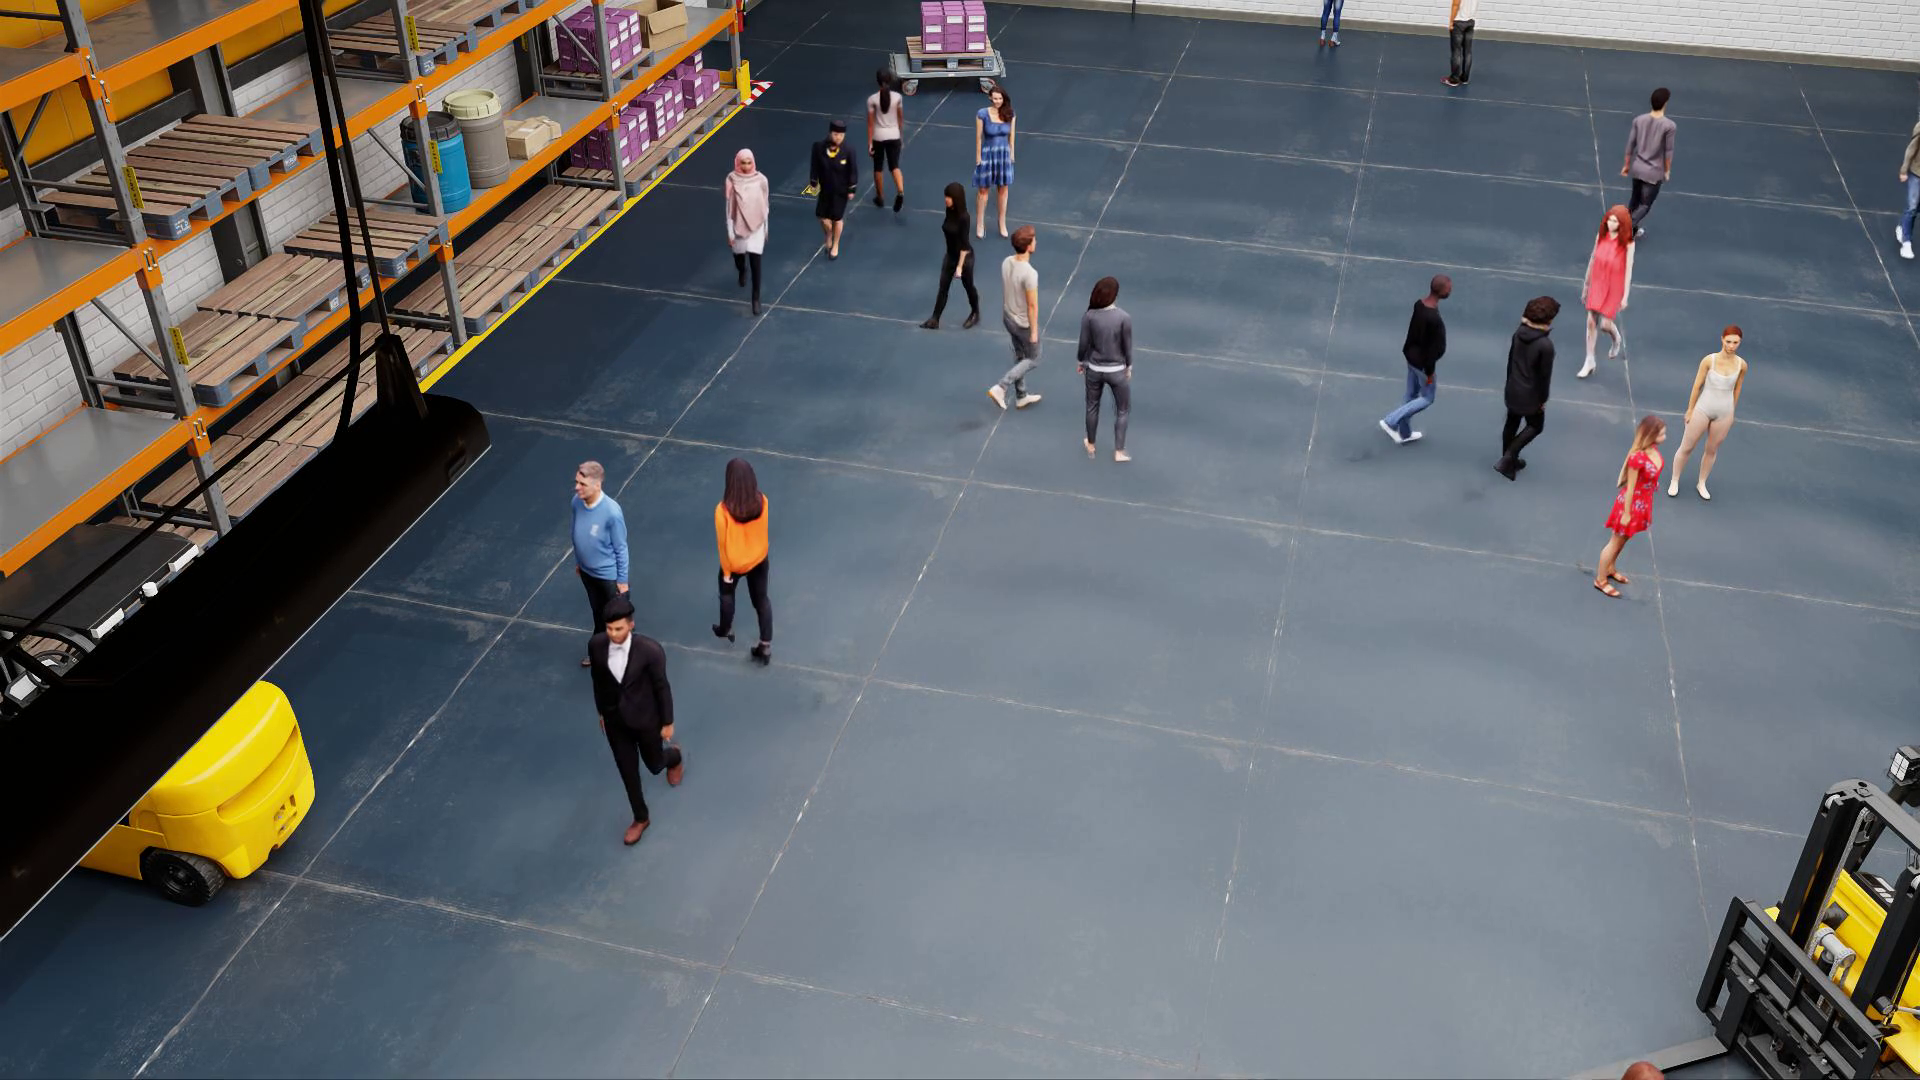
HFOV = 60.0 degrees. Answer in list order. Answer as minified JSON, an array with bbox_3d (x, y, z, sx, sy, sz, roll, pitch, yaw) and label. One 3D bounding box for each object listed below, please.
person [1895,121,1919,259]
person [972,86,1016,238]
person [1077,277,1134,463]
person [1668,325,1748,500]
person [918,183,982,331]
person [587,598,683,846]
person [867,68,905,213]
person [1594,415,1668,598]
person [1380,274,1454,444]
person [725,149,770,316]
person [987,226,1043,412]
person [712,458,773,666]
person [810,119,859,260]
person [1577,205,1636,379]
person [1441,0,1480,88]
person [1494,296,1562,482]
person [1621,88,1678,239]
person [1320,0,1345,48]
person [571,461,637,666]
[{"bbox_3d":[11.062,-4.216,19.069,0.773,1.818,1.178,5,34,8],"label":"person"},{"bbox_3d":[0.403,-4.400,19.354,0.757,1.808,0.754,-8,34,-12],"label":"person"},{"bbox_3d":[1.332,-1.554,15.109,0.746,1.768,0.728,3,34,5],"label":"person"},{"bbox_3d":[6.584,-1.125,14.576,0.570,1.644,0.497,5,34,8],"label":"person"},{"bbox_3d":[0.061,-2.965,17.368,1.072,1.617,0.945,-25,41,-32],"label":"person"},{"bbox_3d":[-2.124,1.109,11.015,0.691,1.864,0.979,8,35,12],"label":"person"},{"bbox_3d":[-0.858,-4.756,19.965,0.933,1.724,1.091,-11,35,-16],"label":"person"},{"bbox_3d":[5.403,-0.300,13.381,0.709,1.593,0.599,24,40,31],"label":"person"},{"bbox_3d":[4.158,-1.609,15.220,0.871,1.736,0.809,-9,35,-13],"label":"person"},{"bbox_3d":[-2.283,-3.323,17.754,0.882,1.785,1.076,-6,34,-9],"label":"person"},{"bbox_3d":[0.510,-2.044,15.743,1.045,1.882,0.979,-19,38,-26],"label":"person"},{"bbox_3d":[-1.560,0.207,12.495,0.929,1.728,0.956,-24,41,-32],"label":"person"},{"bbox_3d":[-1.409,-4.002,18.890,0.742,1.658,0.672,7,34,10],"label":"person"},{"bbox_3d":[6.435,-2.469,16.448,0.933,1.810,0.853,-27,42,-34],"label":"person"},{"bbox_3d":[7.277,-7.481,24.001,0.719,1.795,0.767,-15,37,-22],"label":"person"},{"bbox_3d":[4.972,-1.308,14.735,0.913,1.772,0.850,-18,38,-25],"label":"person"},{"bbox_3d":[7.839,-4.223,19.068,1.168,1.830,1.038,-25,41,-33],"label":"person"},{"bbox_3d":[5.773,-8.452,25.622,0.688,1.618,0.671,22,39,29],"label":"person"},{"bbox_3d":[-2.670,0.187,12.443,0.716,1.820,0.675,19,38,26],"label":"person"}]
